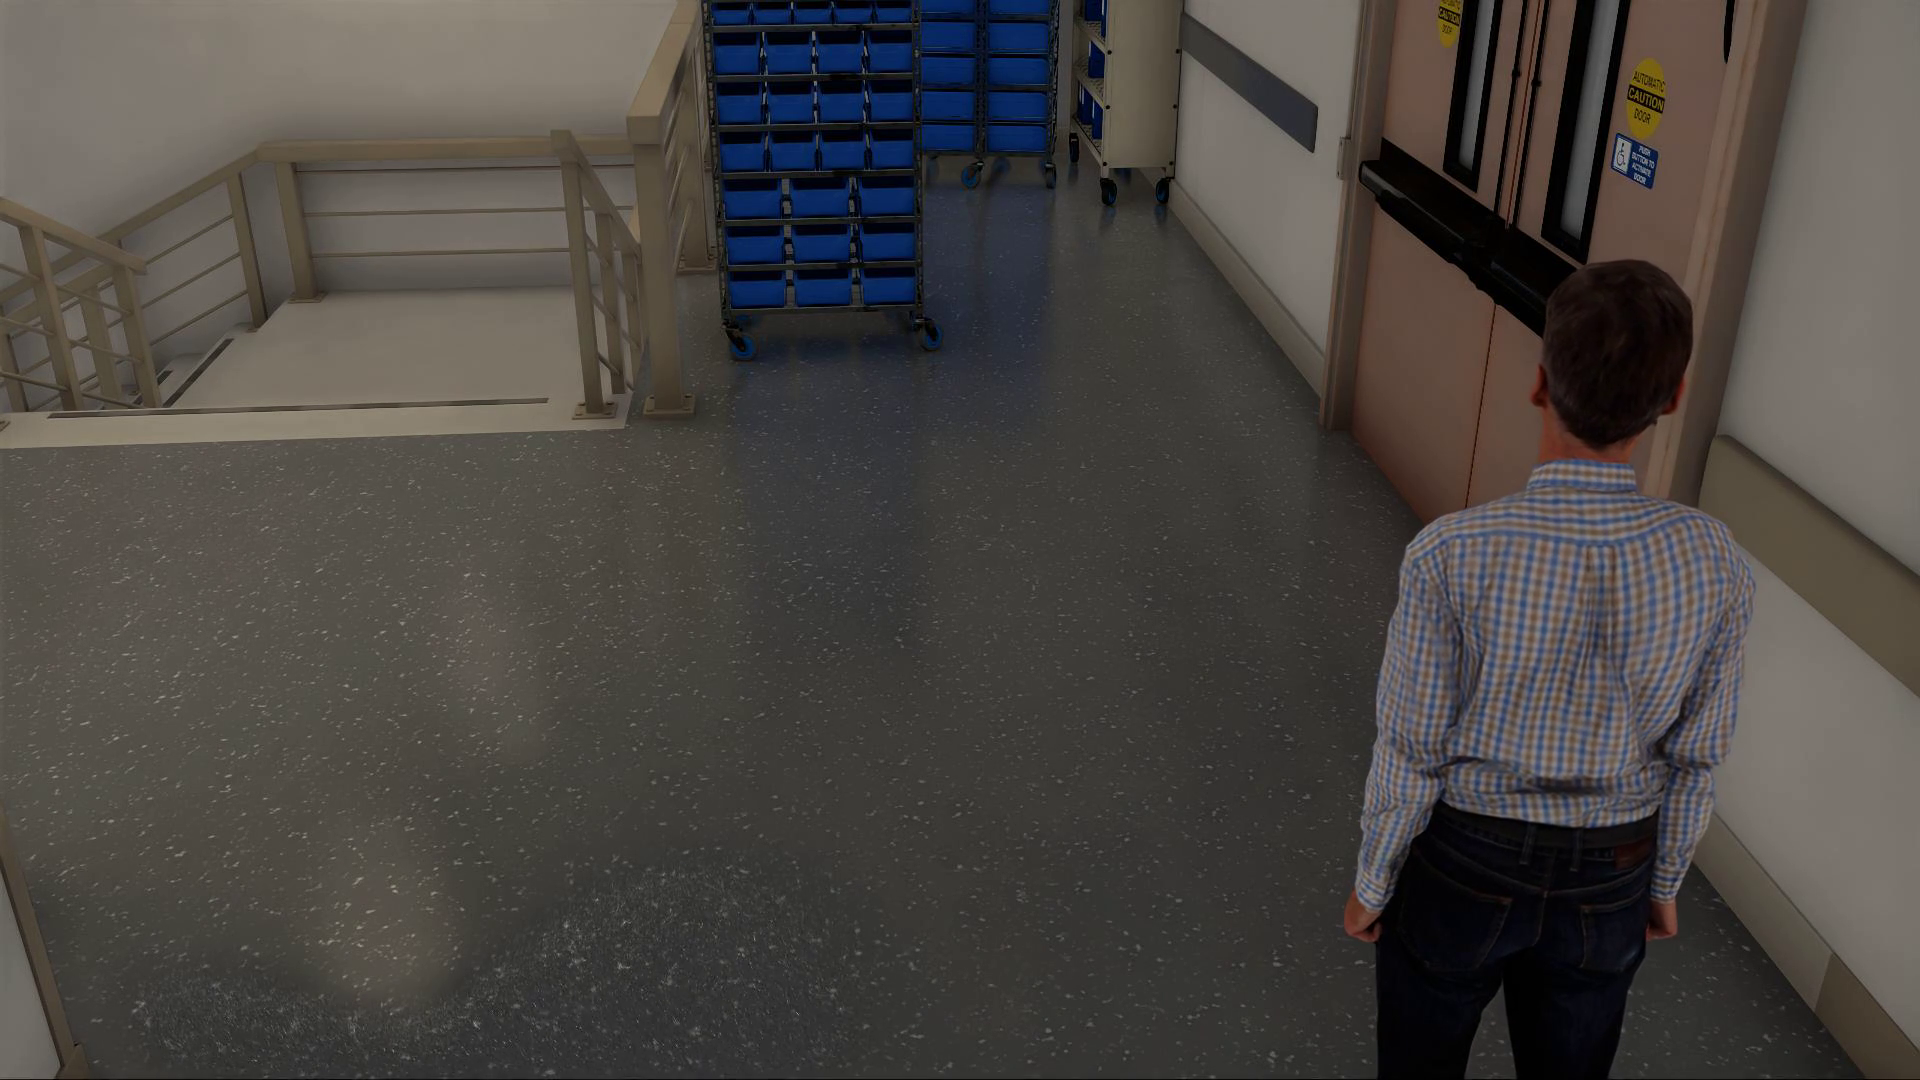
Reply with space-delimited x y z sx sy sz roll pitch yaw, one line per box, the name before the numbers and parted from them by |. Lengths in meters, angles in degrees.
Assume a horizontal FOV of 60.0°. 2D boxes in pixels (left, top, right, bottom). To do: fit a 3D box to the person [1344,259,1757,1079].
person | 0.819 0.480 2.440 0.680 1.818 0.589 1 26 2
